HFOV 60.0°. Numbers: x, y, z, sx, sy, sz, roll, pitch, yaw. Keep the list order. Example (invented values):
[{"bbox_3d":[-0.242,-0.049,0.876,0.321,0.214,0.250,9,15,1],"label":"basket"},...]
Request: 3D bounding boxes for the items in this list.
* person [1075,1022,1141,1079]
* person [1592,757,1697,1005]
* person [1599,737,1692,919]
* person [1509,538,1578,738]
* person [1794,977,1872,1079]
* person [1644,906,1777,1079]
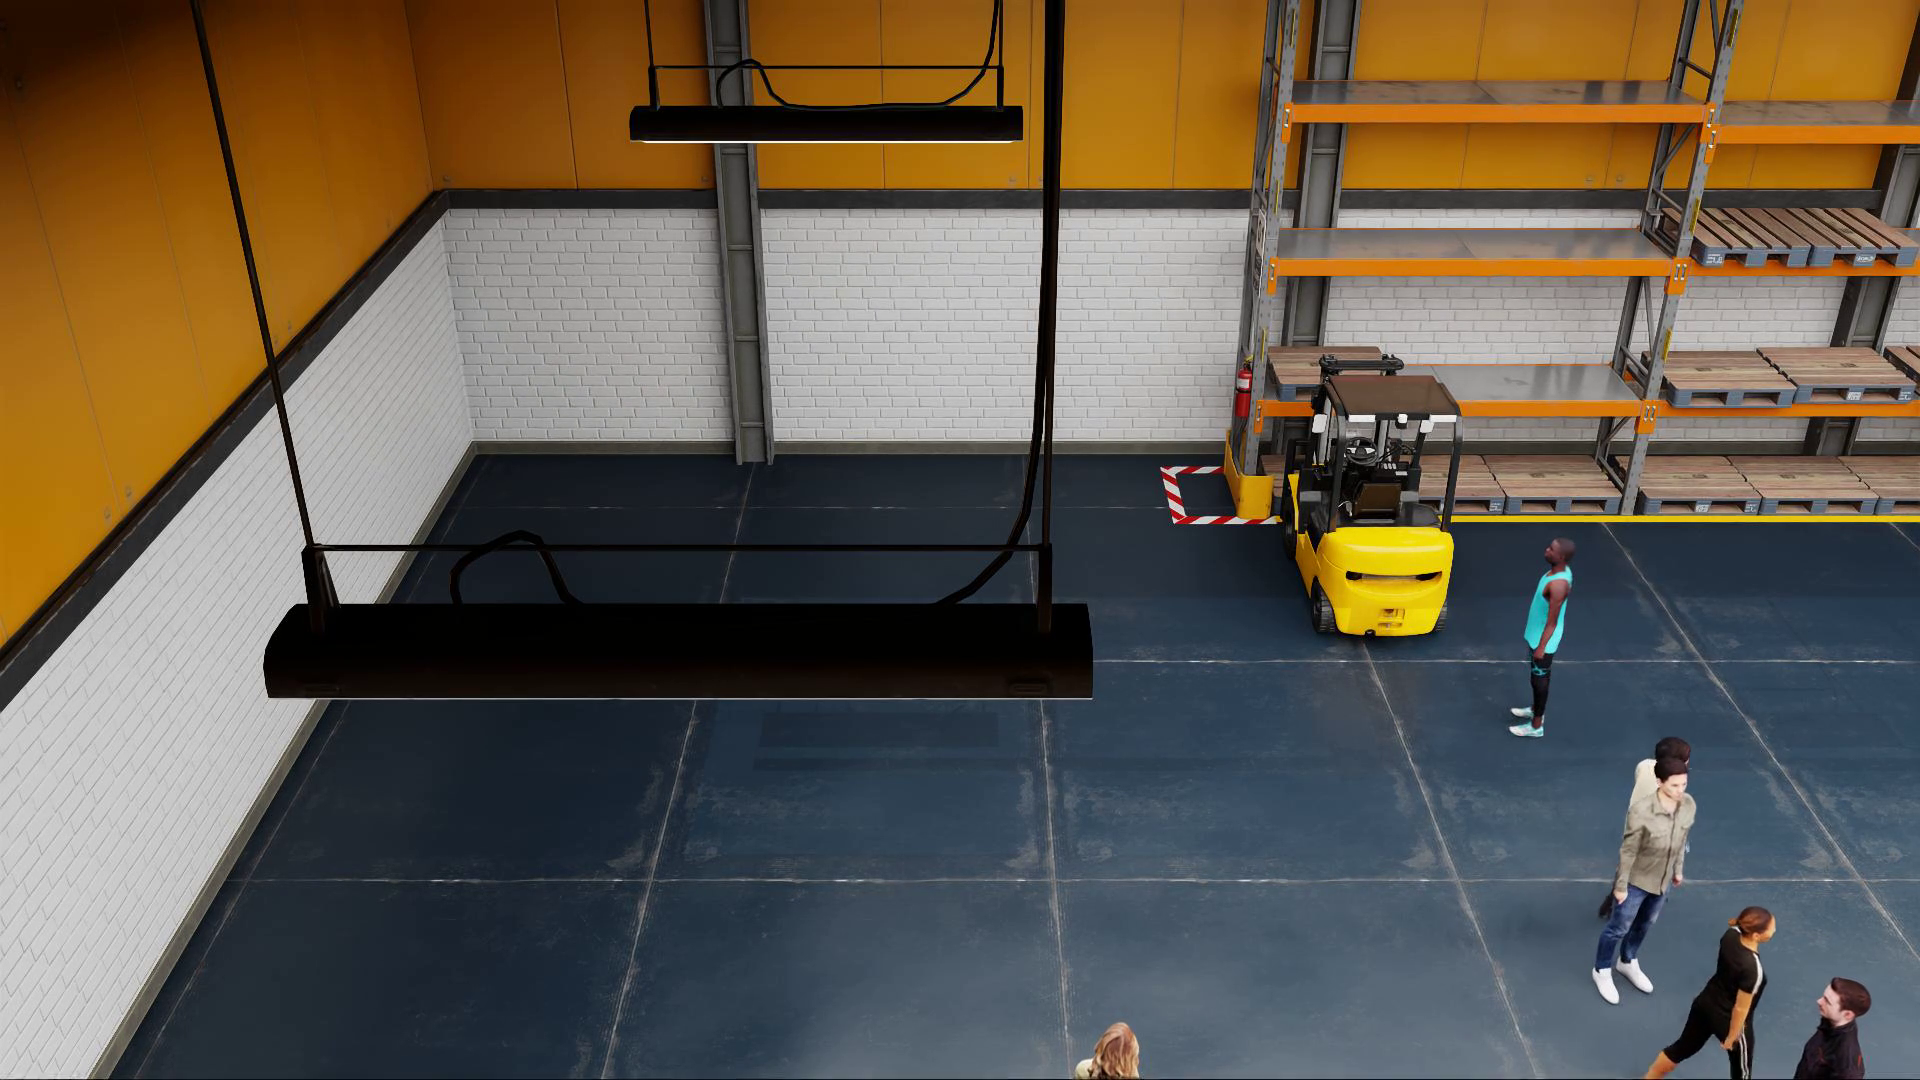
[{"bbox_3d":[0.826,3.324,9.100,0.660,1.722,0.770,17,33,28],"label":"person"},{"bbox_3d":[4.527,2.209,10.996,0.651,1.864,0.836,-10,30,-18],"label":"person"},{"bbox_3d":[4.728,2.047,11.599,0.801,1.570,0.633,-4,29,-7],"label":"person"},{"bbox_3d":[4.814,0.791,13.651,0.645,1.810,0.685,10,30,18],"label":"person"},{"bbox_3d":[4.705,3.168,9.188,0.693,1.912,0.752,8,30,14],"label":"person"},{"bbox_3d":[4.533,2.858,10.048,1.095,1.632,0.623,-1,29,-3],"label":"person"}]
